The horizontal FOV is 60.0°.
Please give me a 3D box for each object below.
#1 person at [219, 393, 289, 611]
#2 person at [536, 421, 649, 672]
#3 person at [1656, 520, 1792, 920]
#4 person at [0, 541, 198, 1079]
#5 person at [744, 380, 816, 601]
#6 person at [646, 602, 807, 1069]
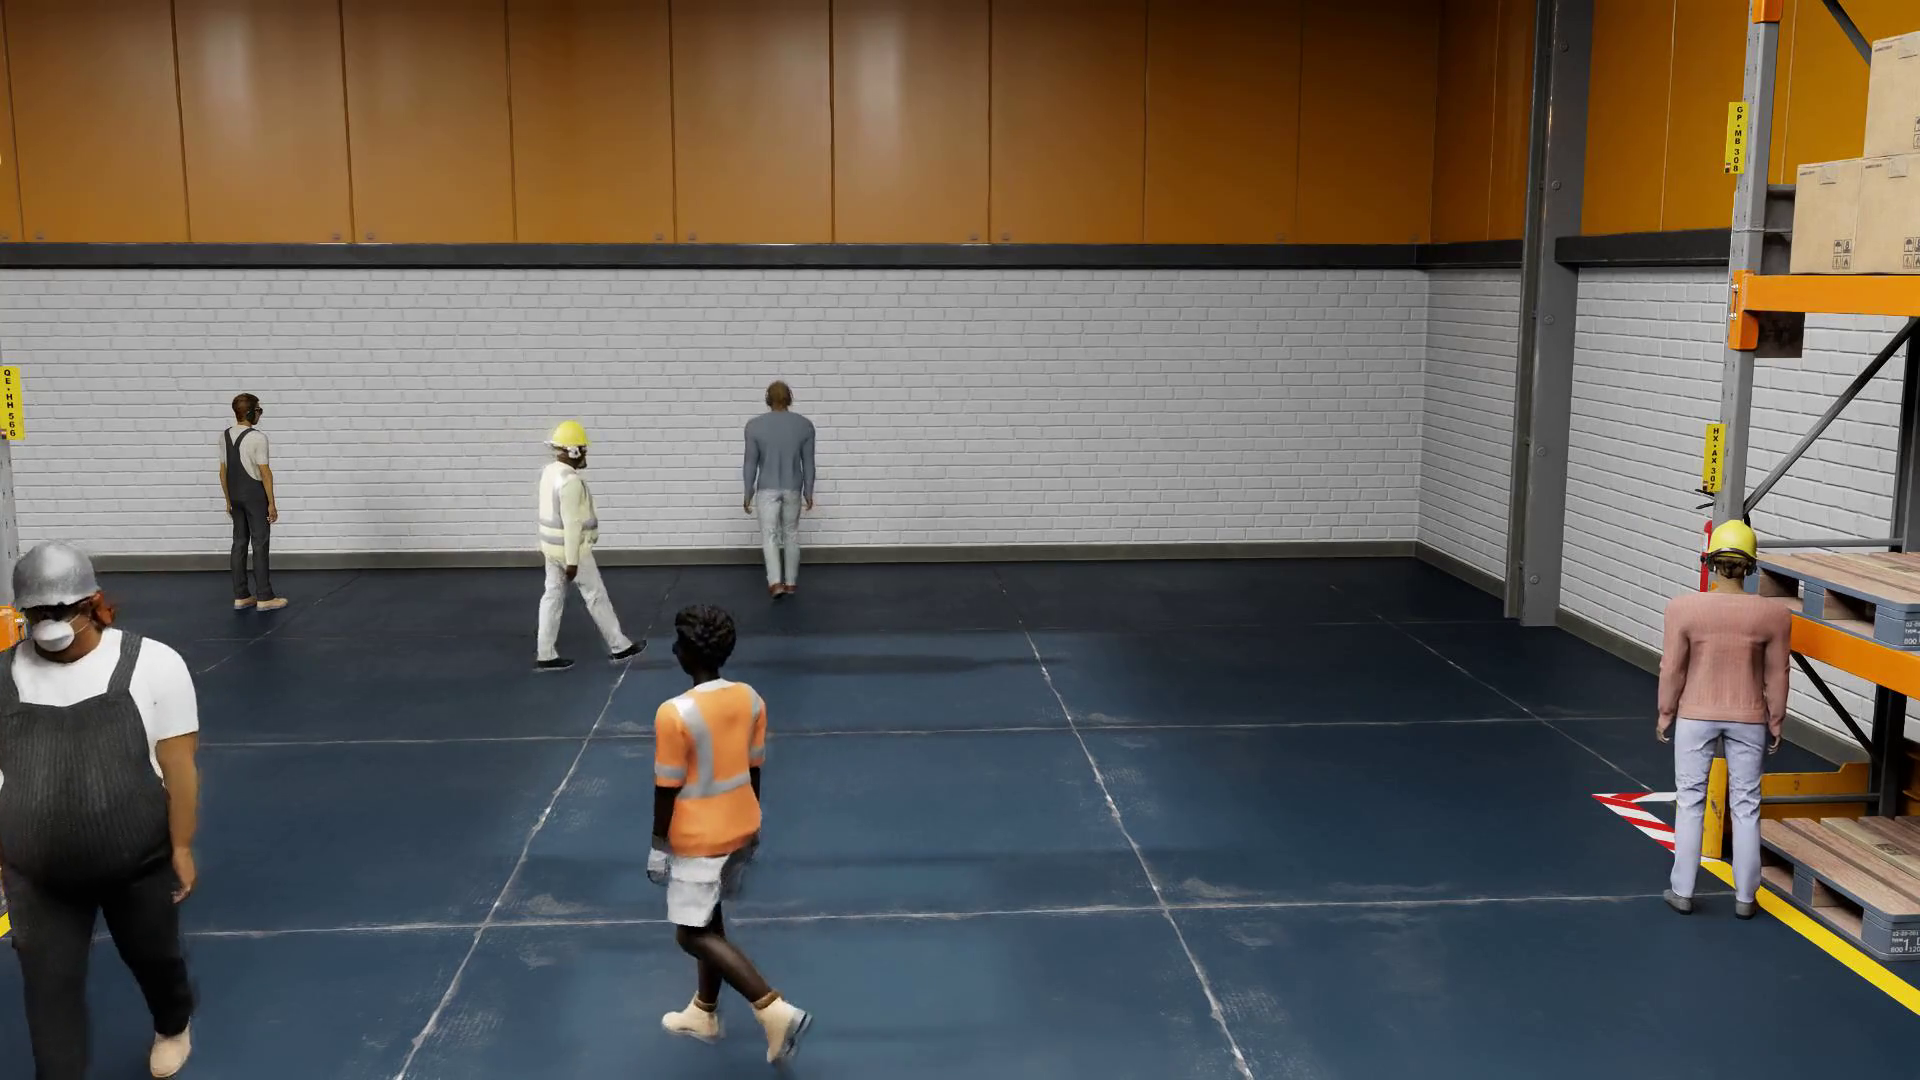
[{"bbox_3d":[-6.004,-0.320,14.080,0.517,1.842,0.329,4,10,21],"label":"person"},{"bbox_3d":[-2.683,0.044,11.969,0.872,1.791,0.600,-6,11,-35],"label":"person"},{"bbox_3d":[3.359,0.790,7.356,0.529,1.767,0.329,3,9,17],"label":"person"},{"bbox_3d":[-2.850,0.953,5.476,0.677,2.000,0.950,-3,10,-18],"label":"person"},{"bbox_3d":[-1.578,-0.431,14.609,0.638,1.957,0.556,-3,10,-18],"label":"person"},{"bbox_3d":[-0.830,1.058,5.936,0.675,1.677,0.533,5,10,28],"label":"person"}]
